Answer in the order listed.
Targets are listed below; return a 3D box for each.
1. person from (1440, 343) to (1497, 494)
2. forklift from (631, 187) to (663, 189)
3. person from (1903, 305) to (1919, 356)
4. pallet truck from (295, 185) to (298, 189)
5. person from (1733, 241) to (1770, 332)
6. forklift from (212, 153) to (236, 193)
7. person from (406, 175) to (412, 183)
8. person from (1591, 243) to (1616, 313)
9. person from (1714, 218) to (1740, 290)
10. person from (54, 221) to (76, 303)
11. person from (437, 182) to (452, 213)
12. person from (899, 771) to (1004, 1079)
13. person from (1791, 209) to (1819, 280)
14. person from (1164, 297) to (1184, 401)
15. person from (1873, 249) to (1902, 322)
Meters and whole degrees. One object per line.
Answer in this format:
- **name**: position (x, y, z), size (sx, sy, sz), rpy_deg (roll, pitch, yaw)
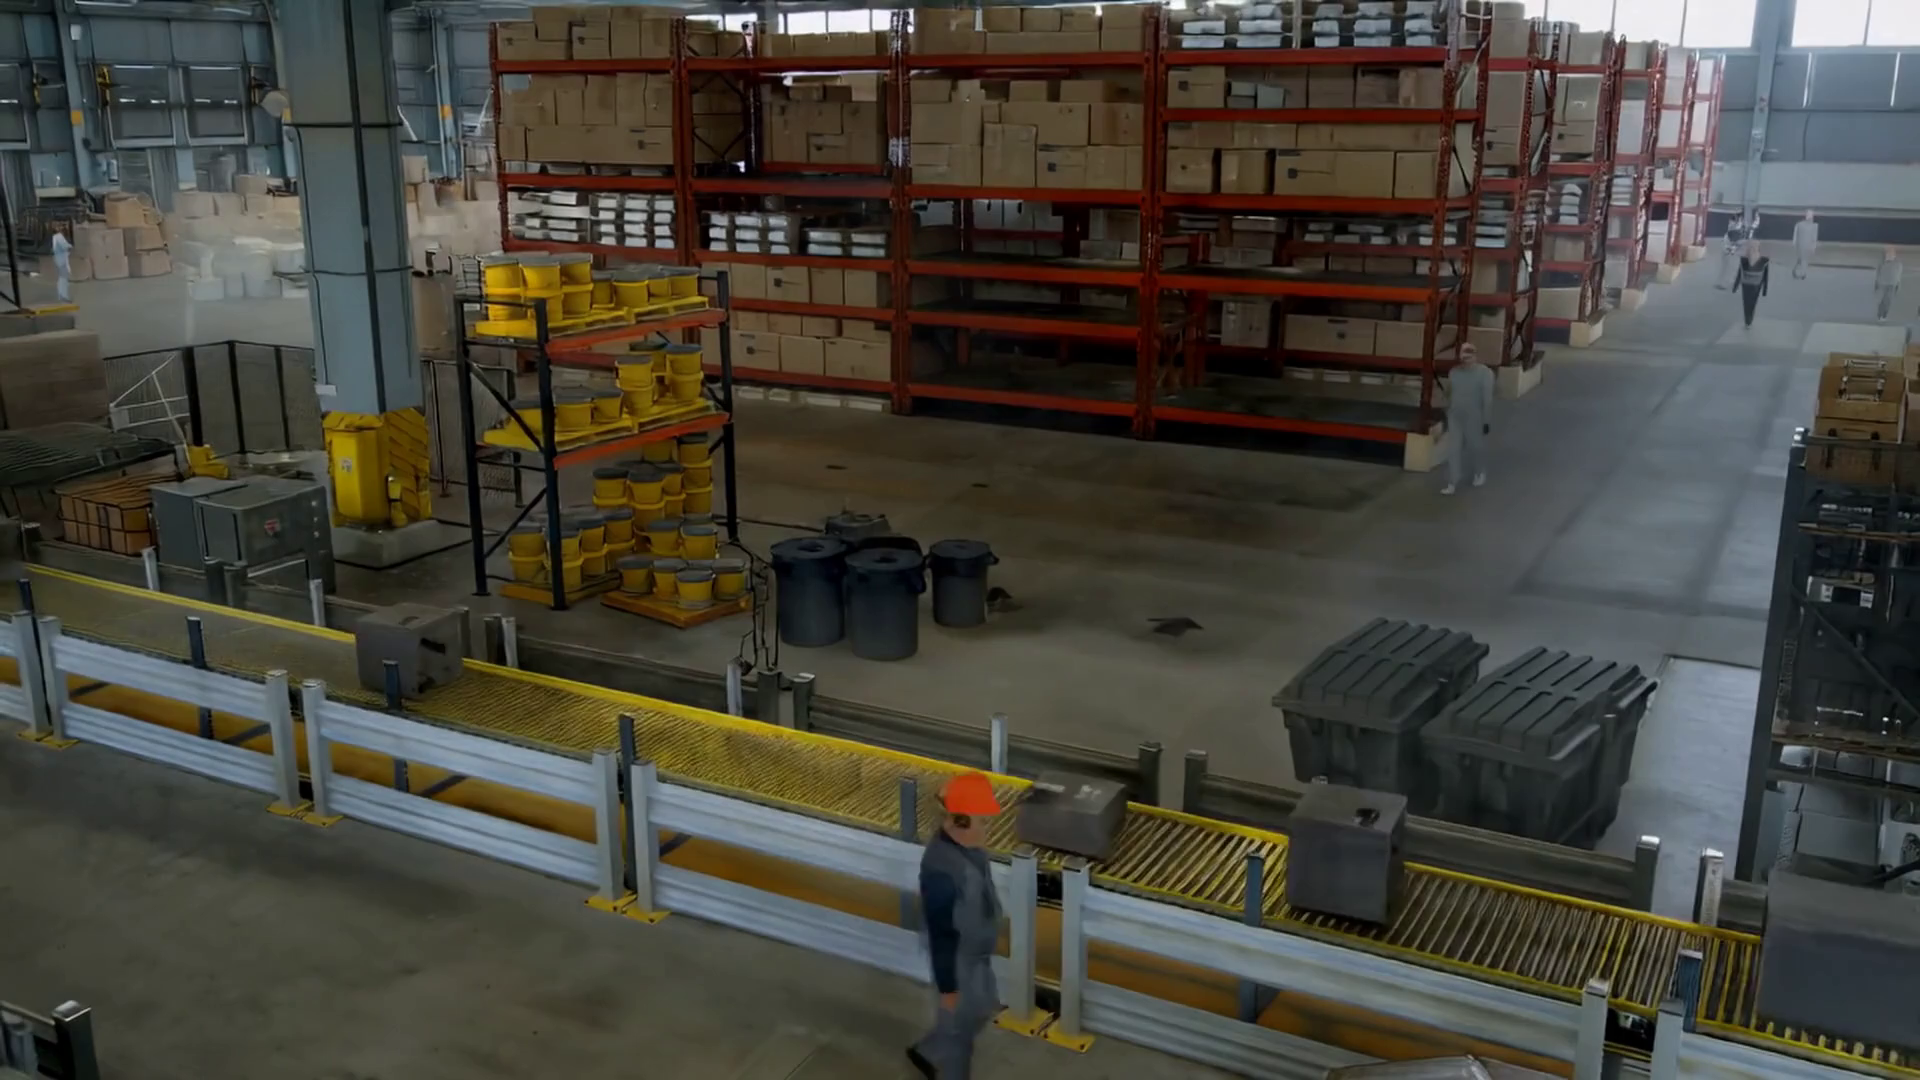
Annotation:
- **person**: position (6.400, -1.548, 20.864), size (0.638, 1.875, 0.934), rpy_deg (11, 18, 35)
- **forklift**: position (-8.898, -9.150, 47.498), size (1.129, 2.768, 1.873), rpy_deg (1, 15, 2)
- **person**: position (15.713, -3.130, 27.330), size (0.805, 1.604, 0.511), rpy_deg (-10, 18, -32)
- **pallet truck**: position (-26.804, -14.617, 69.738), size (1.885, 1.965, 0.823), rpy_deg (-14, 20, -42)
- **person**: position (16.652, -5.346, 35.099), size (0.627, 1.876, 0.923), rpy_deg (13, 19, 39)
- **forklift**: position (-26.967, -12.815, 61.276), size (1.873, 2.768, 1.129), rpy_deg (4, 15, 13)
- **person**: position (-21.421, -13.193, 64.565), size (0.839, 1.913, 0.632), rpy_deg (4, 15, 15)
- **person**: position (14.650, -5.998, 38.085), size (0.810, 1.607, 0.510), rpy_deg (4, 15, 16)
- **person**: position (19.675, -7.342, 42.716), size (0.668, 1.824, 0.591), rpy_deg (-14, 20, -42)
- **person**: position (-21.591, -6.695, 40.053), size (0.399, 1.957, 0.599), rpy_deg (-9, 18, -32)
- **person**: position (-18.515, -11.883, 59.655), size (0.553, 1.908, 0.893), rpy_deg (6, 16, 21)
- **person**: position (-0.033, 1.937, 7.855), size (0.481, 1.815, 0.607), rpy_deg (4, 15, 15)
- **person**: position (22.896, -7.999, 45.054), size (0.427, 1.894, 0.681), rpy_deg (-14, 20, -41)
- **person**: position (3.475, -3.115, 27.074), size (0.318, 1.699, 0.535), rpy_deg (-3, 15, -11)
- **person**: position (20.489, -5.645, 36.787), size (0.517, 1.585, 0.881), rpy_deg (9, 17, 31)
